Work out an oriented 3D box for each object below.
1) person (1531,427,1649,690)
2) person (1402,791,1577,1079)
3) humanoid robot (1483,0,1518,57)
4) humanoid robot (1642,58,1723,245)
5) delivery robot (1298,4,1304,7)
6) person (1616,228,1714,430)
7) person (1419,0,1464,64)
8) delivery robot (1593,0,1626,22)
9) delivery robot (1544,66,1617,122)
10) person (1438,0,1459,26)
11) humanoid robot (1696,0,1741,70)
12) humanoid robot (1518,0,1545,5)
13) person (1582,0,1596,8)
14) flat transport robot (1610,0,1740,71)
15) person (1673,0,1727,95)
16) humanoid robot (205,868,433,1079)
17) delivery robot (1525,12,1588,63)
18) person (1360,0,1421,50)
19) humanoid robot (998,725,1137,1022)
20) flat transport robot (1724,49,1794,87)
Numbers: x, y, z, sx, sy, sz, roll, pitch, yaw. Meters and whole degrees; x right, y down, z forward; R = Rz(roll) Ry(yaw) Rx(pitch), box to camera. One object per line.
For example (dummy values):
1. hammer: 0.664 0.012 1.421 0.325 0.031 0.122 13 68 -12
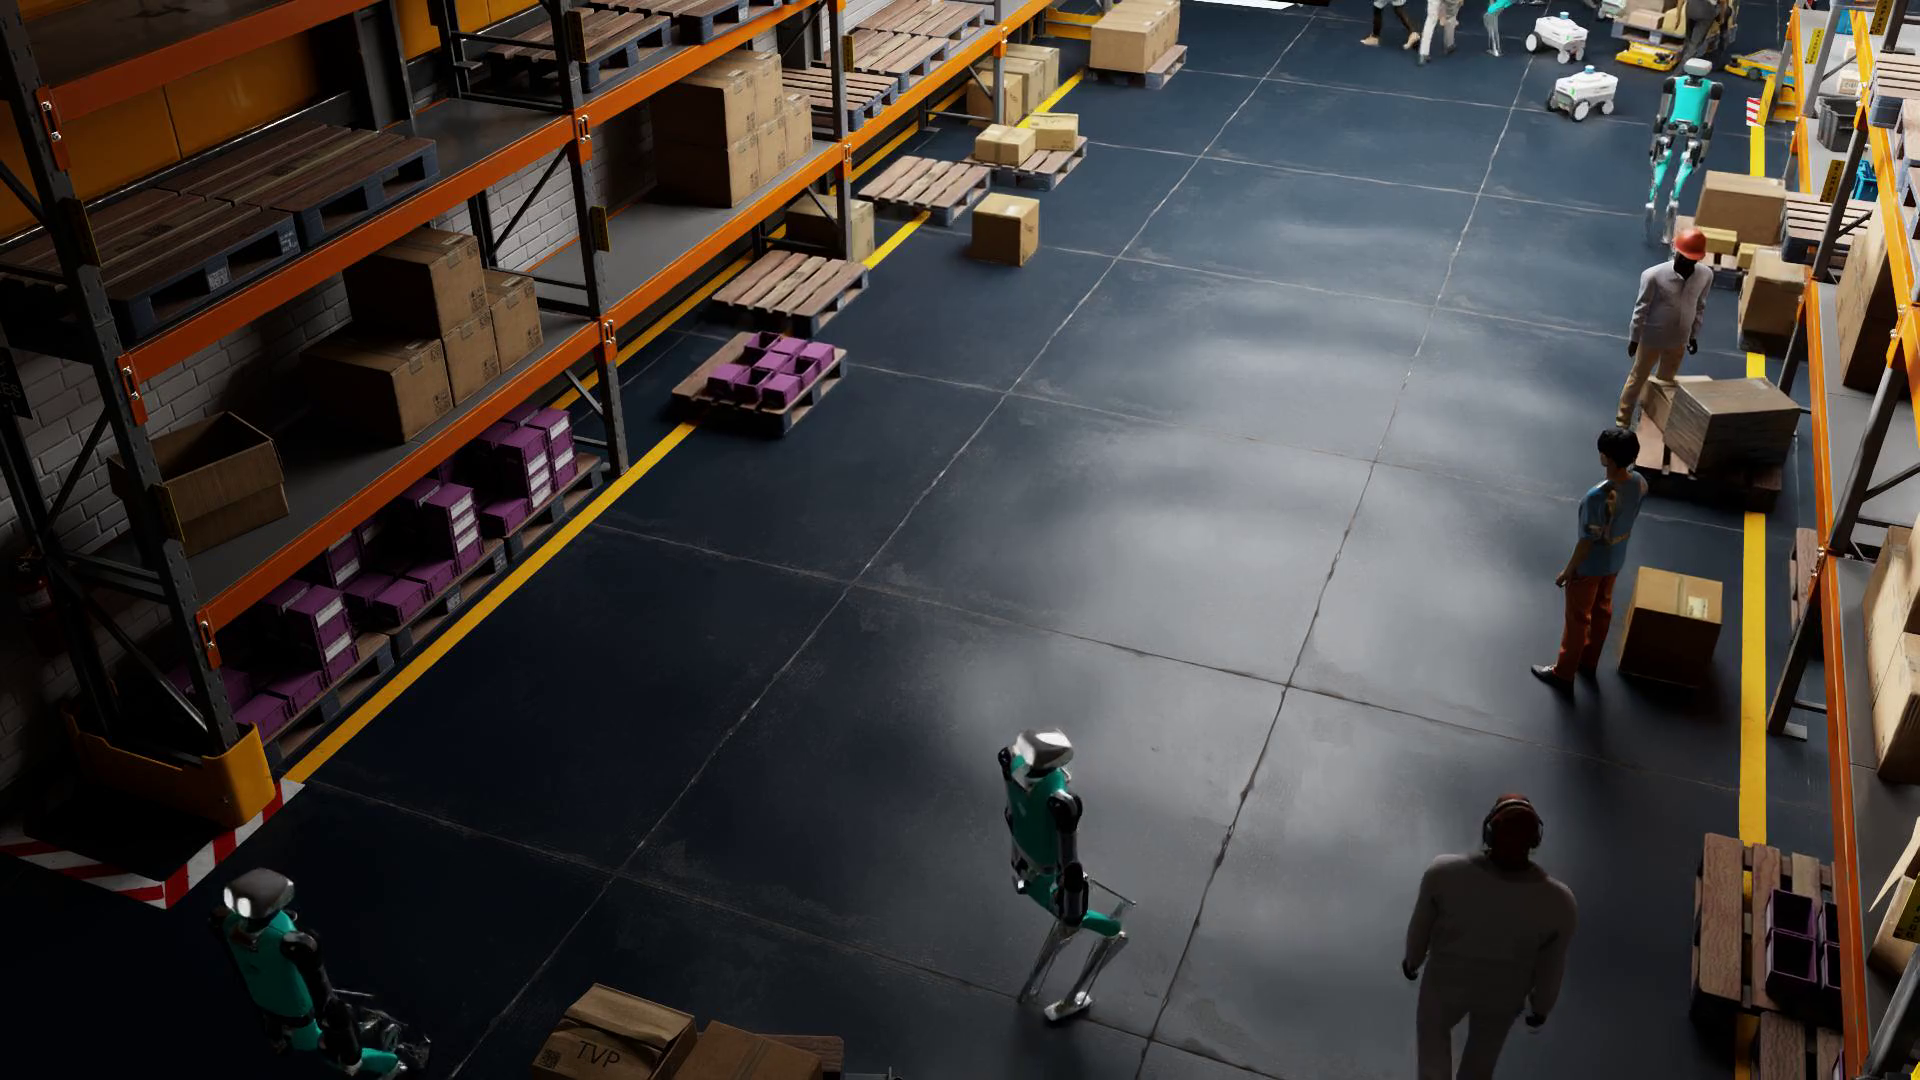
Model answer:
1. person: 3.825 0.114 10.036 0.485 1.766 0.324 -20 38 -27
2. person: 2.236 1.901 7.161 0.658 1.880 0.615 9 34 13
3. humanoid robot: 6.988 -7.059 21.160 0.731 1.780 0.553 21 38 29
4. humanoid robot: 6.808 -3.587 15.869 0.531 1.854 0.775 15 36 22
5. delivery robot: 4.649 -7.870 23.501 0.748 0.587 0.524 14 35 20
6. person: 5.357 -1.544 12.614 0.573 1.747 0.341 -4 33 -5
7. person: 6.116 -6.967 20.934 0.566 1.838 0.984 18 37 26
8. delivery robot: 9.067 -7.301 22.639 0.811 0.608 0.499 -20 38 -27
9. delivery robot: 7.278 -5.224 19.413 0.782 0.594 0.499 -14 35 -21
10. person: 6.655 -7.842 22.338 0.323 1.776 0.466 0 33 0
11. humanoid robot: 9.413 -6.642 20.592 0.627 1.636 0.612 -16 36 -23
12. humanoid robot: 8.182 -8.313 23.106 0.672 1.790 0.548 -13 35 -19
13. person: 9.125 -8.176 22.912 0.834 1.729 0.555 25 41 33
14. flat transport robot: 9.107 -6.330 21.388 1.431 0.231 0.659 -27 41 -35
15. person: 8.838 -6.265 19.896 0.993 1.791 0.505 -26 41 -34
16. humanoid robot: -2.639 1.961 7.240 0.561 1.813 0.886 13 35 19
17. delivery robot: 7.690 -6.464 21.339 0.523 0.602 0.774 -11 34 -17
18. person: 5.611 -7.118 21.314 0.775 1.667 0.534 24 40 32
19. humanoid robot: 0.545 1.569 7.820 0.671 1.804 0.557 -19 37 -26
20. flat transport robot: 10.267 -5.752 20.494 0.659 0.231 1.431 -22 39 -30
